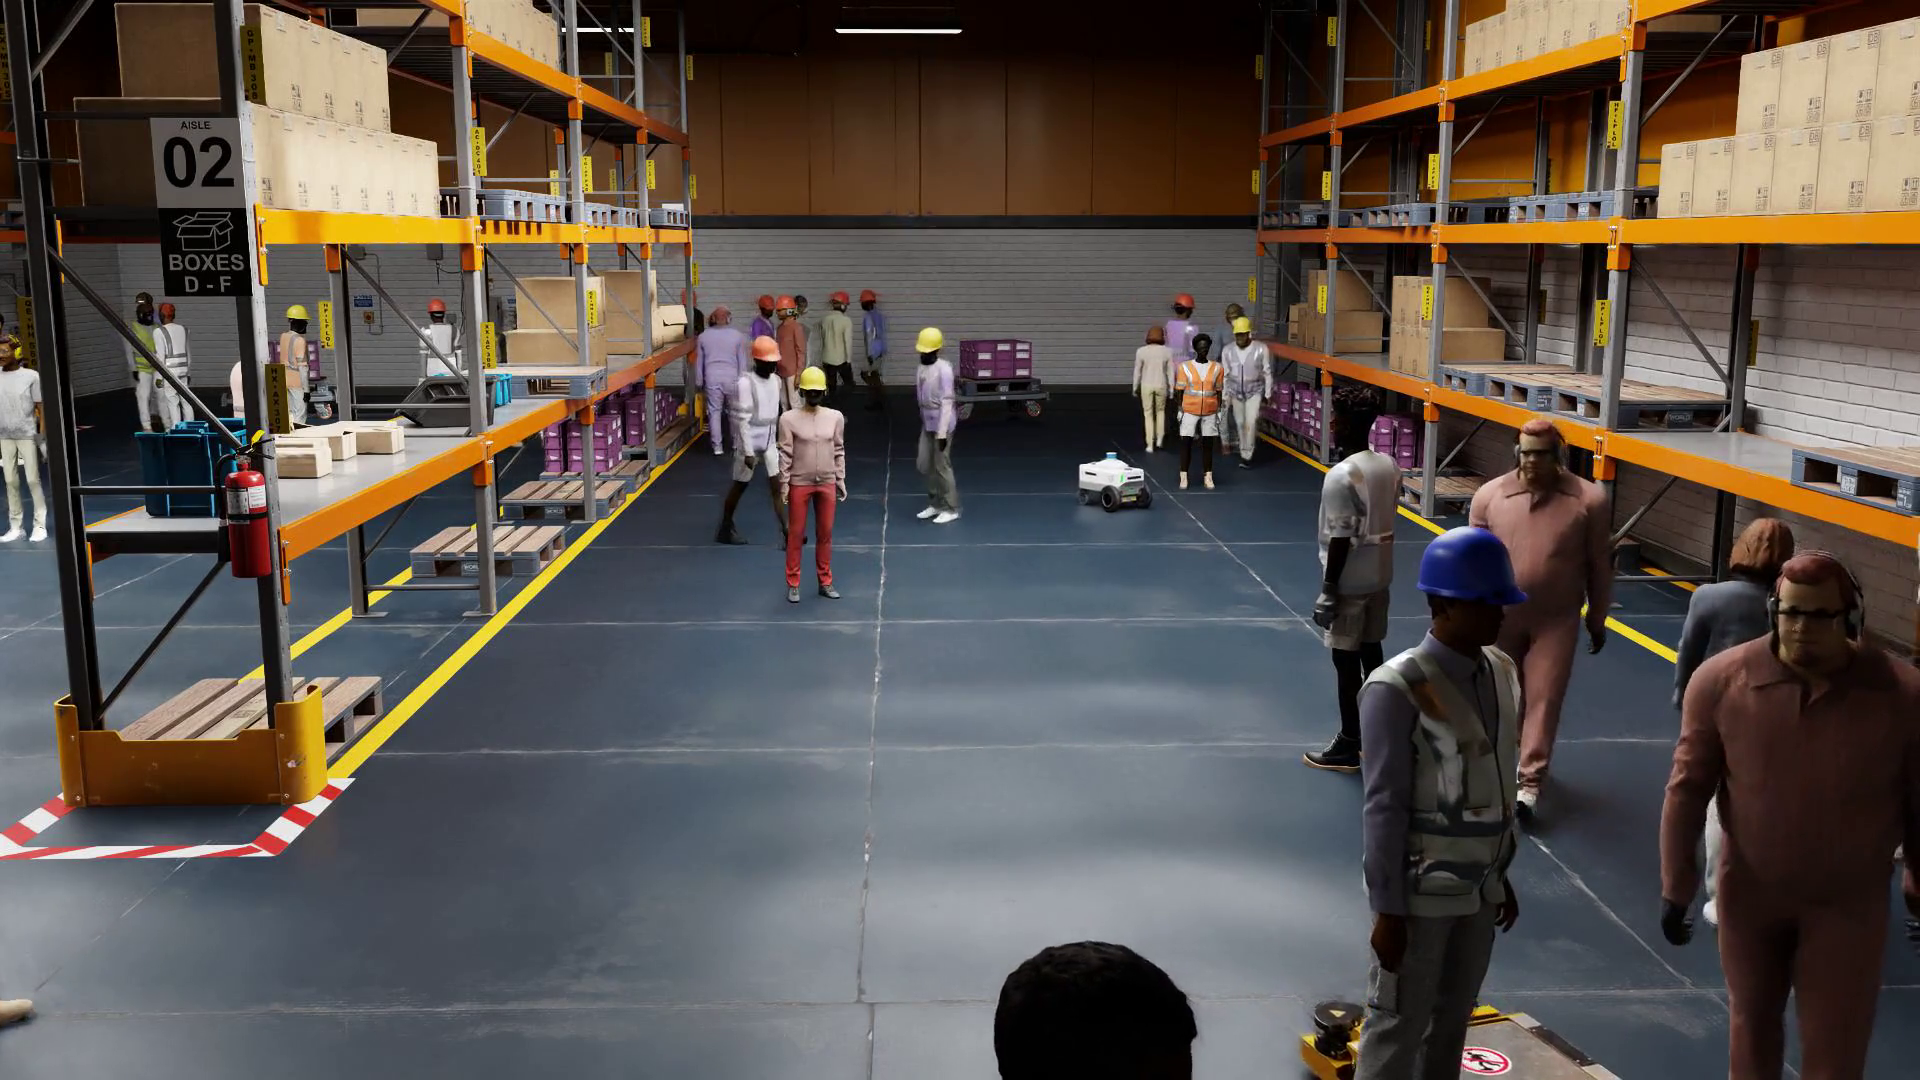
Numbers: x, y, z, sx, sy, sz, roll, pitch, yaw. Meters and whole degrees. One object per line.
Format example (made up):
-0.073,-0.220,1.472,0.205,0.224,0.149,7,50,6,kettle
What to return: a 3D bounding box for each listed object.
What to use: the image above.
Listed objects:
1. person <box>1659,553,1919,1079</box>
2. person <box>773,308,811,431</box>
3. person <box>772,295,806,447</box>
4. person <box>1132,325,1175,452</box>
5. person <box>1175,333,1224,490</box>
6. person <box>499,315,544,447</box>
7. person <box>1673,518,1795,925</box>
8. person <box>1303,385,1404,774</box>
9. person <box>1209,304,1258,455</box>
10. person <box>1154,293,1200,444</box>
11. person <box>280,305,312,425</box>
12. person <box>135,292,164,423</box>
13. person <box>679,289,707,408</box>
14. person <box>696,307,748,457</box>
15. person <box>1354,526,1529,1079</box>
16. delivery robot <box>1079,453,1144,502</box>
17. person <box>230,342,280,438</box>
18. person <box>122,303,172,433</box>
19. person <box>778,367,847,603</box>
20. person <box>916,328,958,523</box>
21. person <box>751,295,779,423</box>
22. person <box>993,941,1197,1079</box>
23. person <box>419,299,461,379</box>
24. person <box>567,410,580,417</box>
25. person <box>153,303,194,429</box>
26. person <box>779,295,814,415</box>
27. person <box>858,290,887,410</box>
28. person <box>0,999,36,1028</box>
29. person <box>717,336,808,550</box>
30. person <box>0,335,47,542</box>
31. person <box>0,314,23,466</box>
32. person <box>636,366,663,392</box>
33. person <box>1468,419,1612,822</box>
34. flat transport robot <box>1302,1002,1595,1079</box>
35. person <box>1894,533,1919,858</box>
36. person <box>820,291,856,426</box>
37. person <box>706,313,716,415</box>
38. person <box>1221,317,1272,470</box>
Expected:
2.243,0.963,4.468,0.687,1.862,0.917,6,12,32,person
-2.387,-2.440,23.517,0.591,1.833,0.404,-7,12,-34,person
-2.231,-2.168,21.552,0.386,1.992,0.625,-7,12,-34,person
2.475,-1.940,21.334,0.520,1.612,0.550,0,10,-3,person
2.599,-1.390,18.042,0.533,1.700,0.318,0,10,-2,person
-5.609,-2.071,21.550,0.635,1.800,0.905,-7,12,-35,person
3.164,0.701,6.719,0.510,1.582,0.876,3,11,19,person
1.996,0.200,8.436,0.370,1.967,0.602,9,14,42,person
3.433,-2.008,20.913,0.714,1.906,0.553,-4,11,-20,person
2.879,-2.276,22.121,0.611,2.011,0.966,8,13,36,person
-8.065,-1.902,20.299,0.396,1.919,0.582,-9,14,-42,person
-12.049,-2.714,24.748,0.636,1.939,0.363,8,13,39,person
-4.193,-3.004,26.346,0.623,1.947,0.690,-7,12,-32,person
-2.991,-2.015,21.062,0.673,1.855,0.960,0,10,1,person
1.297,0.920,4.477,0.602,1.949,0.388,-9,13,-40,person
1.526,-0.638,16.782,0.477,0.478,0.707,-7,12,-35,delivery robot
-6.463,-0.983,15.382,0.429,1.844,0.627,-10,14,-43,person
-11.209,-2.349,23.011,0.439,1.841,0.635,7,13,36,person
-1.093,-0.412,12.414,0.532,1.765,0.328,-5,11,-24,person
-0.221,-1.078,15.787,0.563,1.880,0.604,-7,12,-33,person
-2.952,-2.672,24.615,0.601,1.917,0.564,3,11,14,person
0.105,1.386,1.976,0.392,1.917,0.592,2,10,11,person
-6.881,-2.218,22.020,0.545,1.929,0.387,-6,12,-30,person
-6.105,-2.772,25.325,0.618,1.849,0.536,4,11,19,person
-10.404,-2.191,21.995,0.356,1.881,0.575,3,11,18,person
-2.393,-2.707,24.832,0.707,1.898,0.656,-2,10,-12,person
-1.415,-3.013,26.452,0.420,1.923,0.555,4,11,20,person
-3.470,0.766,5.640,0.354,1.846,0.514,-7,12,-34,person
-1.748,-0.838,14.479,1.055,1.866,0.571,8,13,38,person
-8.426,-0.899,14.887,0.570,1.864,0.363,-1,10,-3,person
-11.499,-1.814,19.967,0.493,1.863,0.327,10,14,43,person
-4.769,-2.695,25.379,0.549,1.669,0.703,10,14,43,person
2.675,0.361,7.847,0.667,1.848,0.998,6,12,31,person
1.639,1.698,4.820,0.652,0.197,1.431,-3,11,-18,flat transport robot
4.157,0.502,7.076,0.564,1.841,0.716,-3,10,-14,person
-1.754,-2.605,24.034,0.633,1.971,0.451,7,12,34,person
-3.695,-2.741,25.832,0.563,1.594,0.734,9,14,41,person
3.356,-1.732,19.690,0.604,1.787,0.853,5,11,24,person
